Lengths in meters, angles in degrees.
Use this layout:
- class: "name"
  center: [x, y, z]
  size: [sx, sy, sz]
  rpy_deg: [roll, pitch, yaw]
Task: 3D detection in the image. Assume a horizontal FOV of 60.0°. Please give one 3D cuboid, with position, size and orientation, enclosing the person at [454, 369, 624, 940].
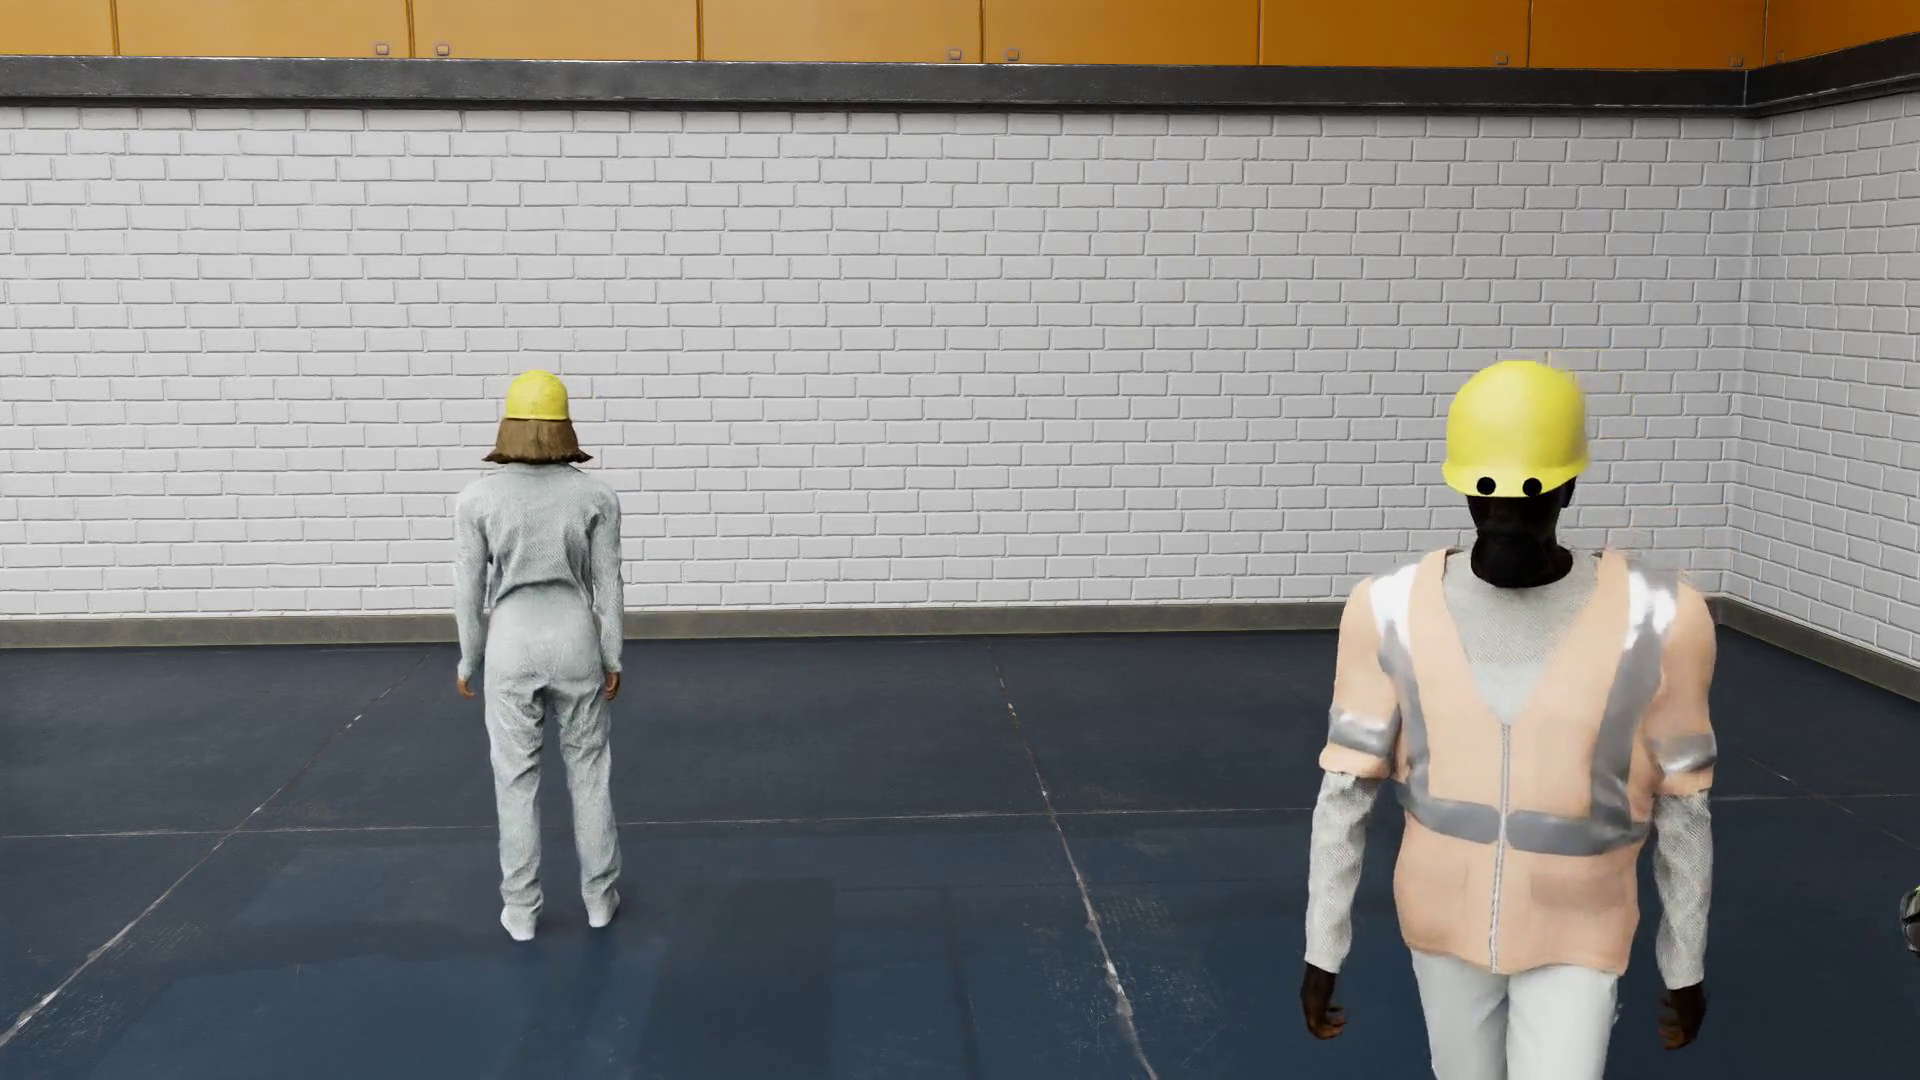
- class: "person"
  center: [-1.274, 0.352, 5.087]
  size: [0.493, 1.743, 0.297]
  rpy_deg: [-3, 9, -17]

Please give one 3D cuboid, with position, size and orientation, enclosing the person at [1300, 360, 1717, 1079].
- class: "person"
  center: [0.859, 0.658, 2.703]
  size: [0.617, 1.877, 0.937]
  rpy_deg: [5, 10, 29]

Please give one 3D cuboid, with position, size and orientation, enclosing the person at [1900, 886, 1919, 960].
- class: "person"
  center: [0.693, 0.971, 1.154]
  size: [0.573, 1.744, 0.527]
  rpy_deg: [-7, 12, -38]
